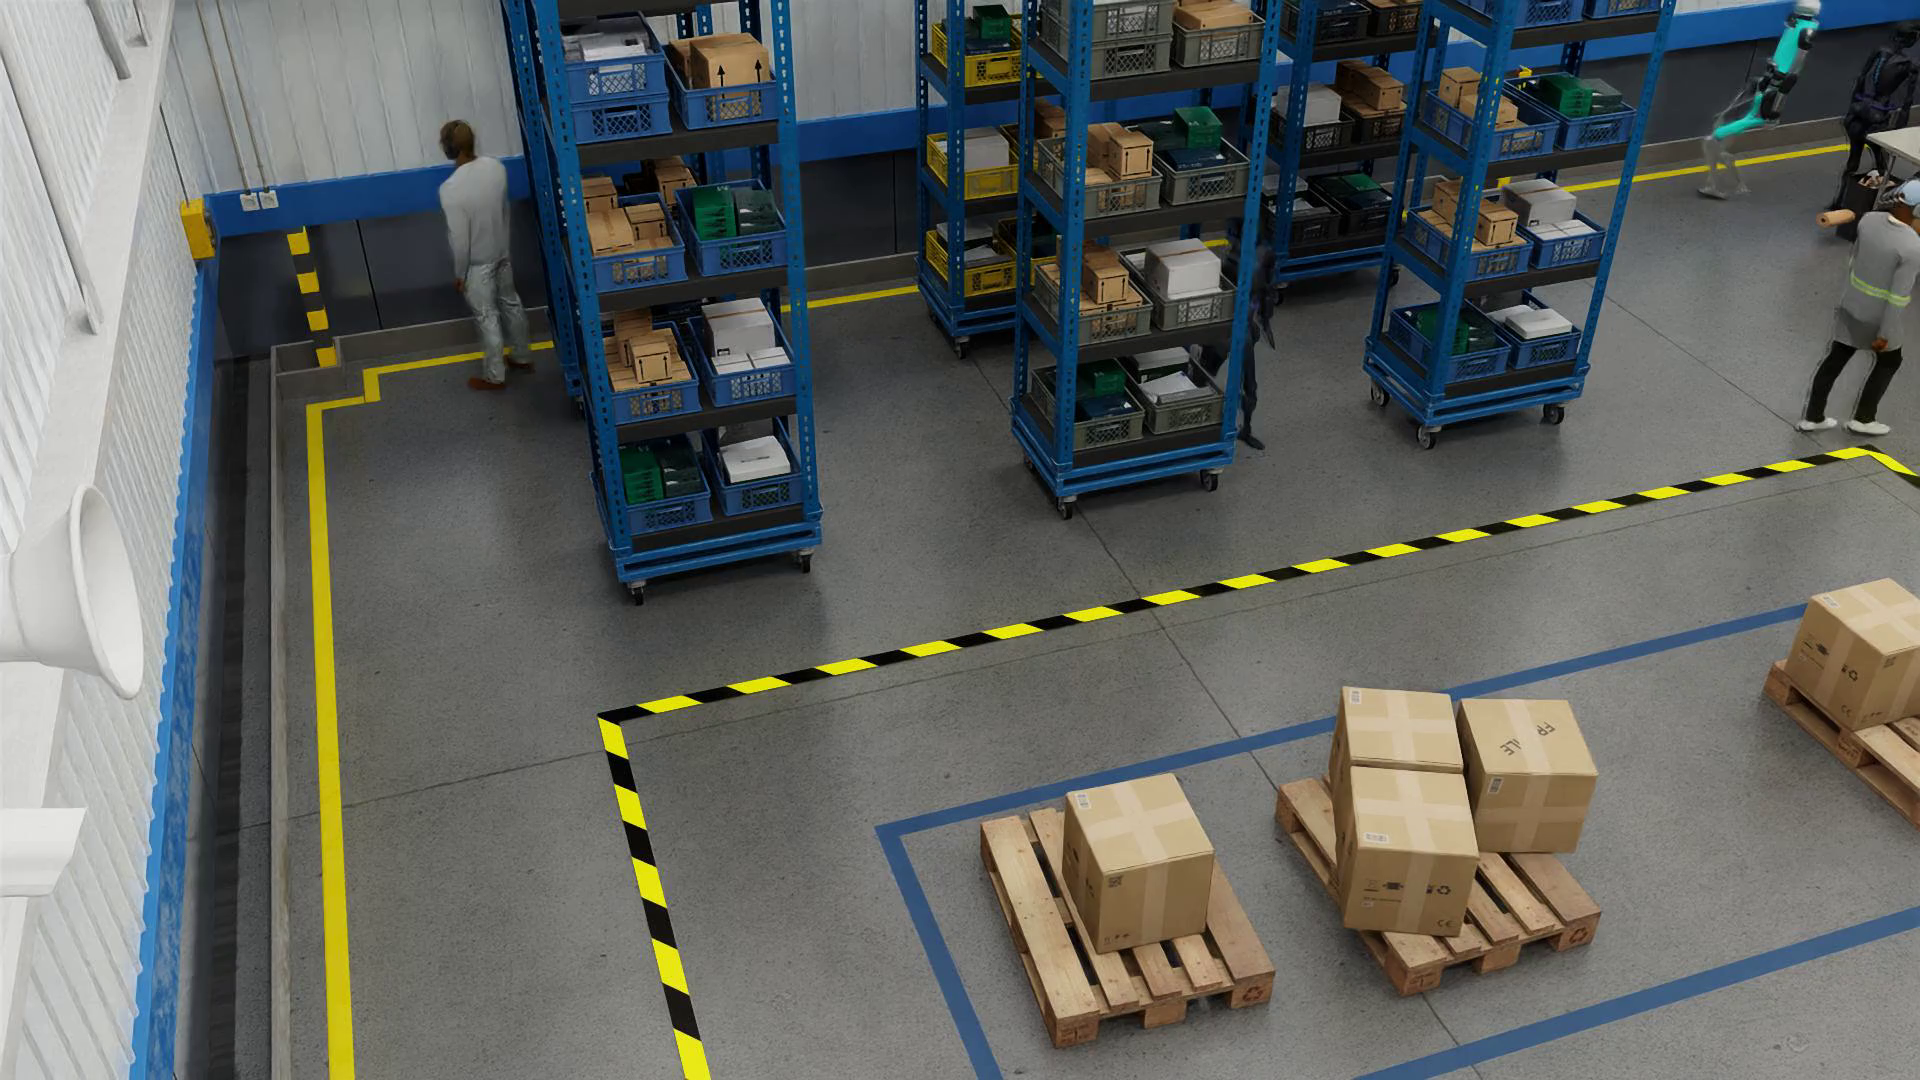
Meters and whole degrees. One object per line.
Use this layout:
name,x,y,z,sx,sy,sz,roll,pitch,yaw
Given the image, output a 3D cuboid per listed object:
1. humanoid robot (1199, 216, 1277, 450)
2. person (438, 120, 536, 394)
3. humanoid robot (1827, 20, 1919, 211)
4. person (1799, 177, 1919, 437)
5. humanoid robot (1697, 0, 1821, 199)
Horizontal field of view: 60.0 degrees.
humanoid robot,1.759,-1.414,10.872,0.587,1.635,0.729,-21,40,-27
person,-3.274,-1.920,11.351,0.410,1.934,0.639,13,37,17
humanoid robot,7.581,-3.487,13.779,0.348,1.654,0.610,-12,37,-16
person,6.013,-1.509,10.837,0.676,1.836,0.598,-11,37,-15
humanoid robot,6.602,-3.697,14.044,0.824,1.776,0.539,5,36,7
